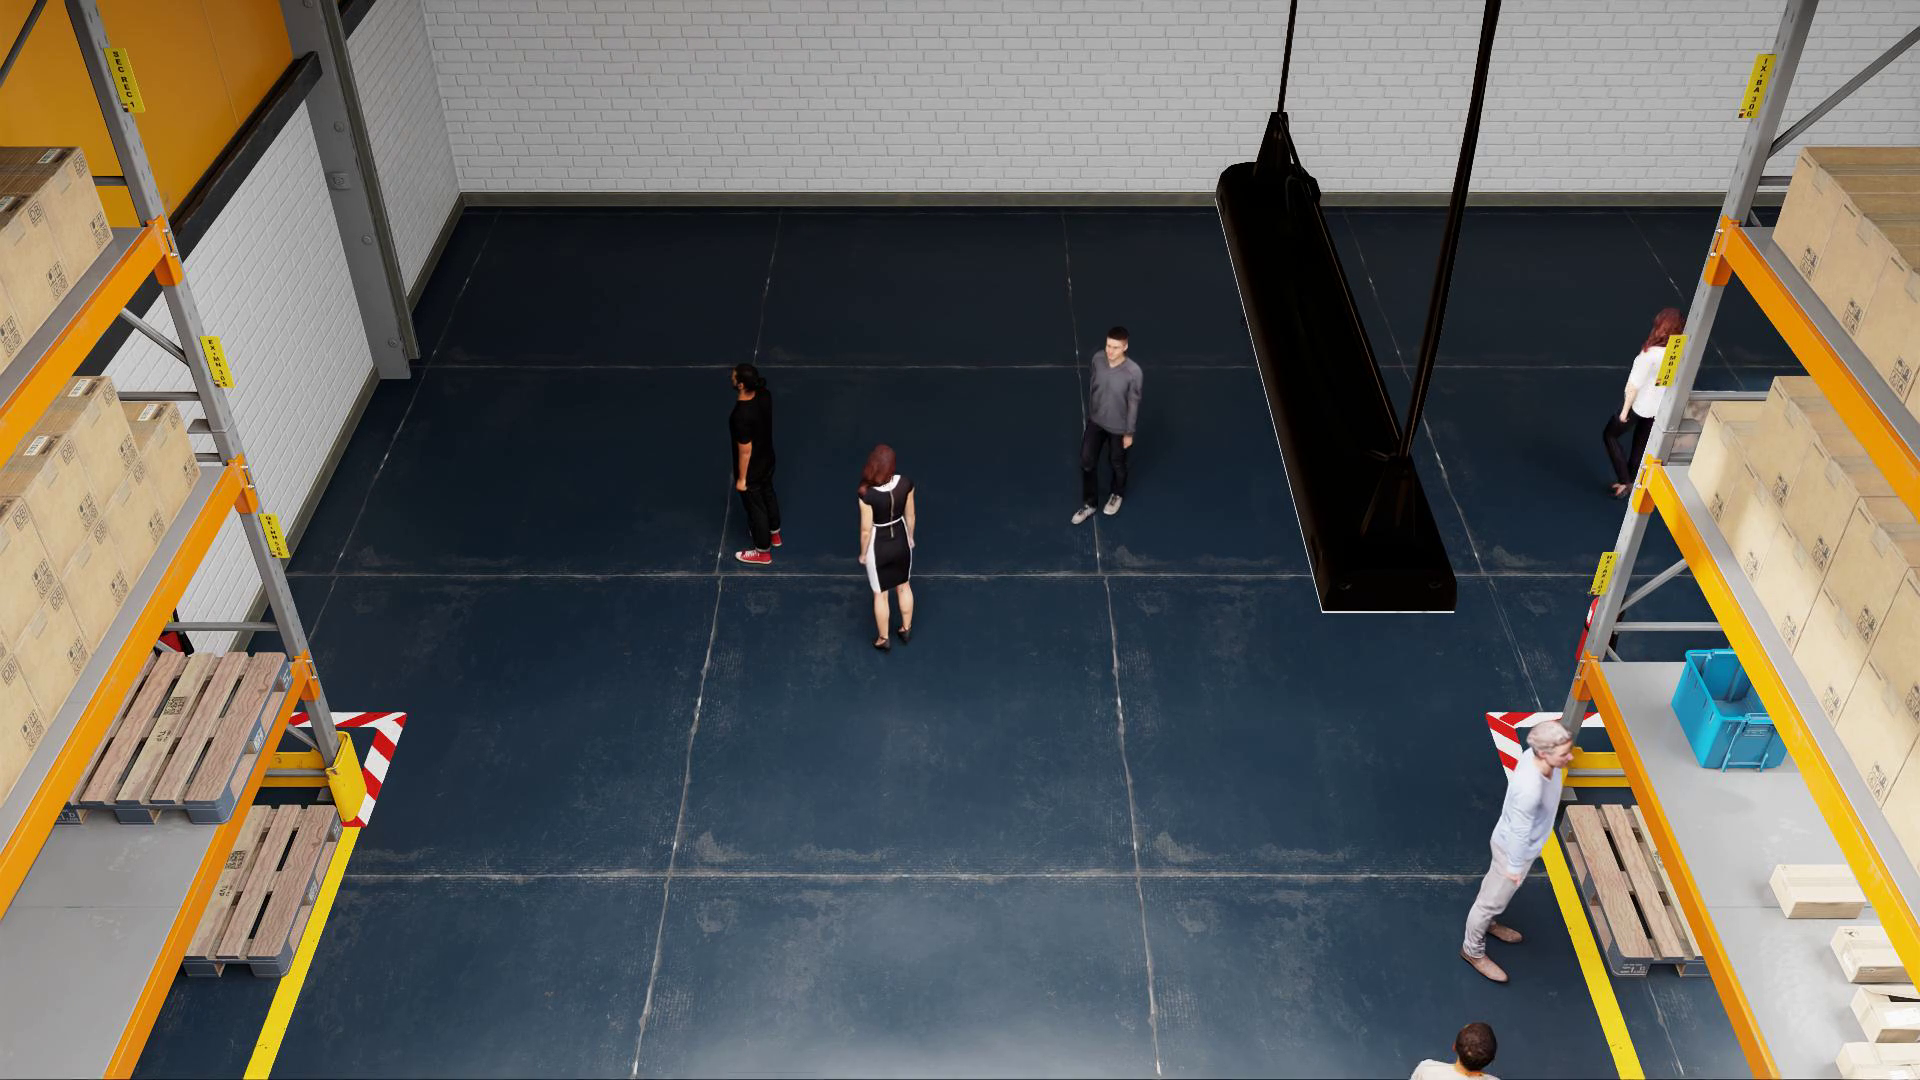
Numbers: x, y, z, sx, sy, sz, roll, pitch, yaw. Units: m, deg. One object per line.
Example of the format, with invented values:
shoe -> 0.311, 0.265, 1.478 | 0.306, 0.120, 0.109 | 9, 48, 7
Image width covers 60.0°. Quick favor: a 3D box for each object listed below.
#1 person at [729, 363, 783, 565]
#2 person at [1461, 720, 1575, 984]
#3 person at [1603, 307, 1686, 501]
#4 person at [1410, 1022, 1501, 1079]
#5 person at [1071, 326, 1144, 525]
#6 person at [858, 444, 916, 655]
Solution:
person -> -1.561, -0.593, 12.659 | 0.755, 1.758, 0.617 | 11, 40, 14
person -> 3.222, 1.749, 9.618 | 0.813, 1.893, 0.708 | 23, 44, 26
person -> 5.471, -1.002, 13.149 | 0.719, 1.785, 0.755 | -15, 41, -18
person -> 2.351, 3.046, 8.085 | 0.870, 1.779, 1.102 | 11, 40, 13
person -> 1.233, -0.963, 13.133 | 0.836, 1.744, 0.926 | 21, 43, 24
person -> -0.509, 0.072, 11.797 | 0.648, 1.795, 0.641 | -18, 42, -22
